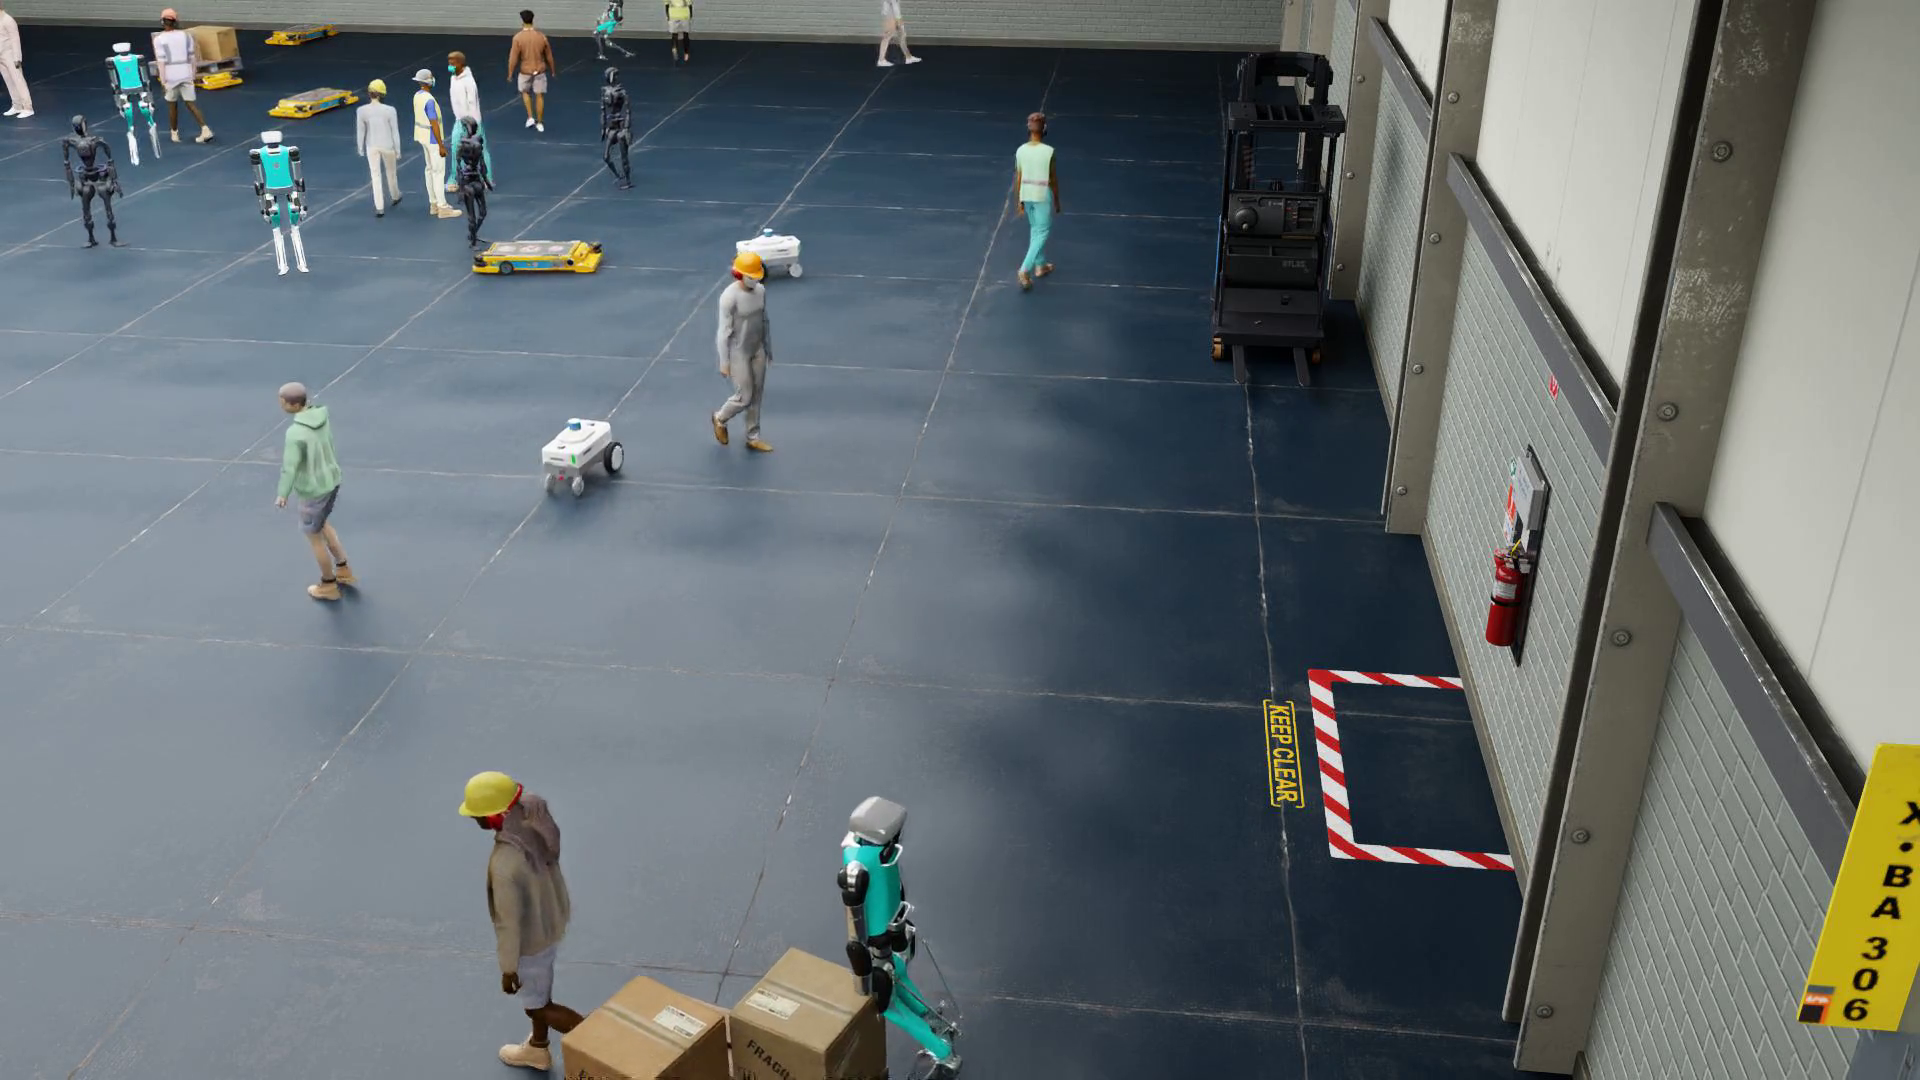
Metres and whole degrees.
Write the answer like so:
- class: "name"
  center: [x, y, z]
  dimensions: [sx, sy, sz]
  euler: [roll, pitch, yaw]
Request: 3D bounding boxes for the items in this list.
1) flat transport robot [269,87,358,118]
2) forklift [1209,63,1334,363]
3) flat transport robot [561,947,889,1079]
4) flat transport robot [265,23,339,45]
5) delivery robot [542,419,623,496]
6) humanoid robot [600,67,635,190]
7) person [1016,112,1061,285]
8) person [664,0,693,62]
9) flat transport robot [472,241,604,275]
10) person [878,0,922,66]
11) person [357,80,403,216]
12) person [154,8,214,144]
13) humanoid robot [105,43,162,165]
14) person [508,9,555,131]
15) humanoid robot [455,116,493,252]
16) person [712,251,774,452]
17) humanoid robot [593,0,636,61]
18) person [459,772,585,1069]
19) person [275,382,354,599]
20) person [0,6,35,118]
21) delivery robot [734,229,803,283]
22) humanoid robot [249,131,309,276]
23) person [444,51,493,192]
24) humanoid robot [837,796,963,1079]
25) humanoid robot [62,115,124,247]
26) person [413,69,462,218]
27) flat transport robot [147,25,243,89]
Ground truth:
- class: "flat transport robot"
  center: [-10.739, -7.271, 27.654]
  dimensions: [0.659, 0.231, 1.431]
  euler: [9, 28, 17]
- class: "forklift"
  center: [3.241, -3.477, 17.183]
  dimensions: [1.129, 2.768, 1.873]
  euler: [3, 27, 6]
- class: "flat transport robot"
  center: [-1.085, 2.791, 7.566]
  dimensions: [0.659, 0.231, 1.431]
  euler: [11, 29, 21]
- class: "flat transport robot"
  center: [-13.231, -10.173, 33.447]
  dimensions: [0.659, 0.231, 1.431]
  euler: [9, 28, 17]
- class: "delivery robot"
  center: [-3.291, -0.754, 14.315]
  dimensions: [0.499, 0.585, 0.765]
  euler: [8, 28, 15]
- class: "humanoid robot"
  center: [-4.693, -5.639, 22.823]
  dimensions: [0.601, 1.653, 0.340]
  euler: [18, 32, 32]
- class: "person"
  center: [0.860, -3.909, 19.063]
  dimensions: [0.488, 1.955, 0.877]
  euler: [17, 31, 31]
- class: "person"
  center: [-5.247, -9.786, 31.096]
  dimensions: [0.541, 1.679, 0.647]
  euler: [-1, 27, -3]
- class: "flat transport robot"
  center: [-5.036, -3.378, 19.883]
  dimensions: [1.431, 0.231, 0.659]
  euler: [0, 27, 0]
- class: "person"
  center: [-1.123, -9.694, 30.733]
  dimensions: [0.929, 1.834, 0.525]
  euler: [-1, 27, -2]
- class: "person"
  center: [-7.622, -5.171, 21.854]
  dimensions: [0.558, 1.698, 0.939]
  euler: [-4, 27, -8]
- class: "person"
  center: [-11.822, -7.015, 25.246]
  dimensions: [0.876, 2.001, 0.633]
  euler: [22, 34, 36]
- class: "humanoid robot"
  center: [-12.078, -6.384, 24.305]
  dimensions: [0.532, 1.805, 0.788]
  euler: [-15, 30, -27]
- class: "person"
  center: [-6.720, -7.373, 26.108]
  dimensions: [0.748, 1.834, 0.526]
  euler: [-10, 28, -19]
- class: "humanoid robot"
  center: [-5.982, -4.367, 20.288]
  dimensions: [0.474, 1.635, 0.615]
  euler: [8, 28, 16]
- class: "person"
  center: [-1.902, -1.665, 14.689]
  dimensions: [0.550, 1.868, 0.601]
  euler: [17, 31, 31]
- class: "humanoid robot"
  center: [-6.620, -9.809, 31.119]
  dimensions: [1.014, 1.755, 0.542]
  euler: [-15, 30, -28]
- class: "person"
  center: [-1.927, 1.848, 7.819]
  dimensions: [0.697, 1.729, 0.598]
  euler: [3, 27, 6]
- class: "person"
  center: [-4.755, -0.357, 12.222]
  dimensions: [0.431, 1.726, 0.497]
  euler: [4, 27, 8]
- class: "person"
  center: [-15.444, -7.819, 26.921]
  dimensions: [0.652, 1.906, 0.411]
  euler: [16, 31, 29]
- class: "delivery robot"
  center: [-2.256, -3.326, 19.480]
  dimensions: [0.818, 0.614, 0.499]
  euler: [-10, 28, -20]
- class: "humanoid robot"
  center: [-7.817, -3.921, 19.184]
  dimensions: [0.533, 1.673, 0.735]
  euler: [-11, 28, -20]
- class: "person"
  center: [-6.814, -5.665, 22.642]
  dimensions: [0.513, 1.882, 0.894]
  euler: [19, 32, 33]
- class: "humanoid robot"
  center: [-0.179, 1.994, 7.529]
  dimensions: [0.685, 1.812, 0.535]
  euler: [8, 28, 16]
- class: "humanoid robot"
  center: [-10.586, -4.375, 20.316]
  dimensions: [0.617, 1.639, 0.397]
  euler: [-8, 28, -15]
- class: "person"
  center: [-6.846, -5.140, 21.590]
  dimensions: [0.399, 1.894, 0.530]
  euler: [-18, 32, -32]
- class: "flat transport robot"
  center: [-13.508, -8.225, 29.558]
  dimensions: [1.431, 0.231, 0.659]
  euler: [15, 30, 27]
